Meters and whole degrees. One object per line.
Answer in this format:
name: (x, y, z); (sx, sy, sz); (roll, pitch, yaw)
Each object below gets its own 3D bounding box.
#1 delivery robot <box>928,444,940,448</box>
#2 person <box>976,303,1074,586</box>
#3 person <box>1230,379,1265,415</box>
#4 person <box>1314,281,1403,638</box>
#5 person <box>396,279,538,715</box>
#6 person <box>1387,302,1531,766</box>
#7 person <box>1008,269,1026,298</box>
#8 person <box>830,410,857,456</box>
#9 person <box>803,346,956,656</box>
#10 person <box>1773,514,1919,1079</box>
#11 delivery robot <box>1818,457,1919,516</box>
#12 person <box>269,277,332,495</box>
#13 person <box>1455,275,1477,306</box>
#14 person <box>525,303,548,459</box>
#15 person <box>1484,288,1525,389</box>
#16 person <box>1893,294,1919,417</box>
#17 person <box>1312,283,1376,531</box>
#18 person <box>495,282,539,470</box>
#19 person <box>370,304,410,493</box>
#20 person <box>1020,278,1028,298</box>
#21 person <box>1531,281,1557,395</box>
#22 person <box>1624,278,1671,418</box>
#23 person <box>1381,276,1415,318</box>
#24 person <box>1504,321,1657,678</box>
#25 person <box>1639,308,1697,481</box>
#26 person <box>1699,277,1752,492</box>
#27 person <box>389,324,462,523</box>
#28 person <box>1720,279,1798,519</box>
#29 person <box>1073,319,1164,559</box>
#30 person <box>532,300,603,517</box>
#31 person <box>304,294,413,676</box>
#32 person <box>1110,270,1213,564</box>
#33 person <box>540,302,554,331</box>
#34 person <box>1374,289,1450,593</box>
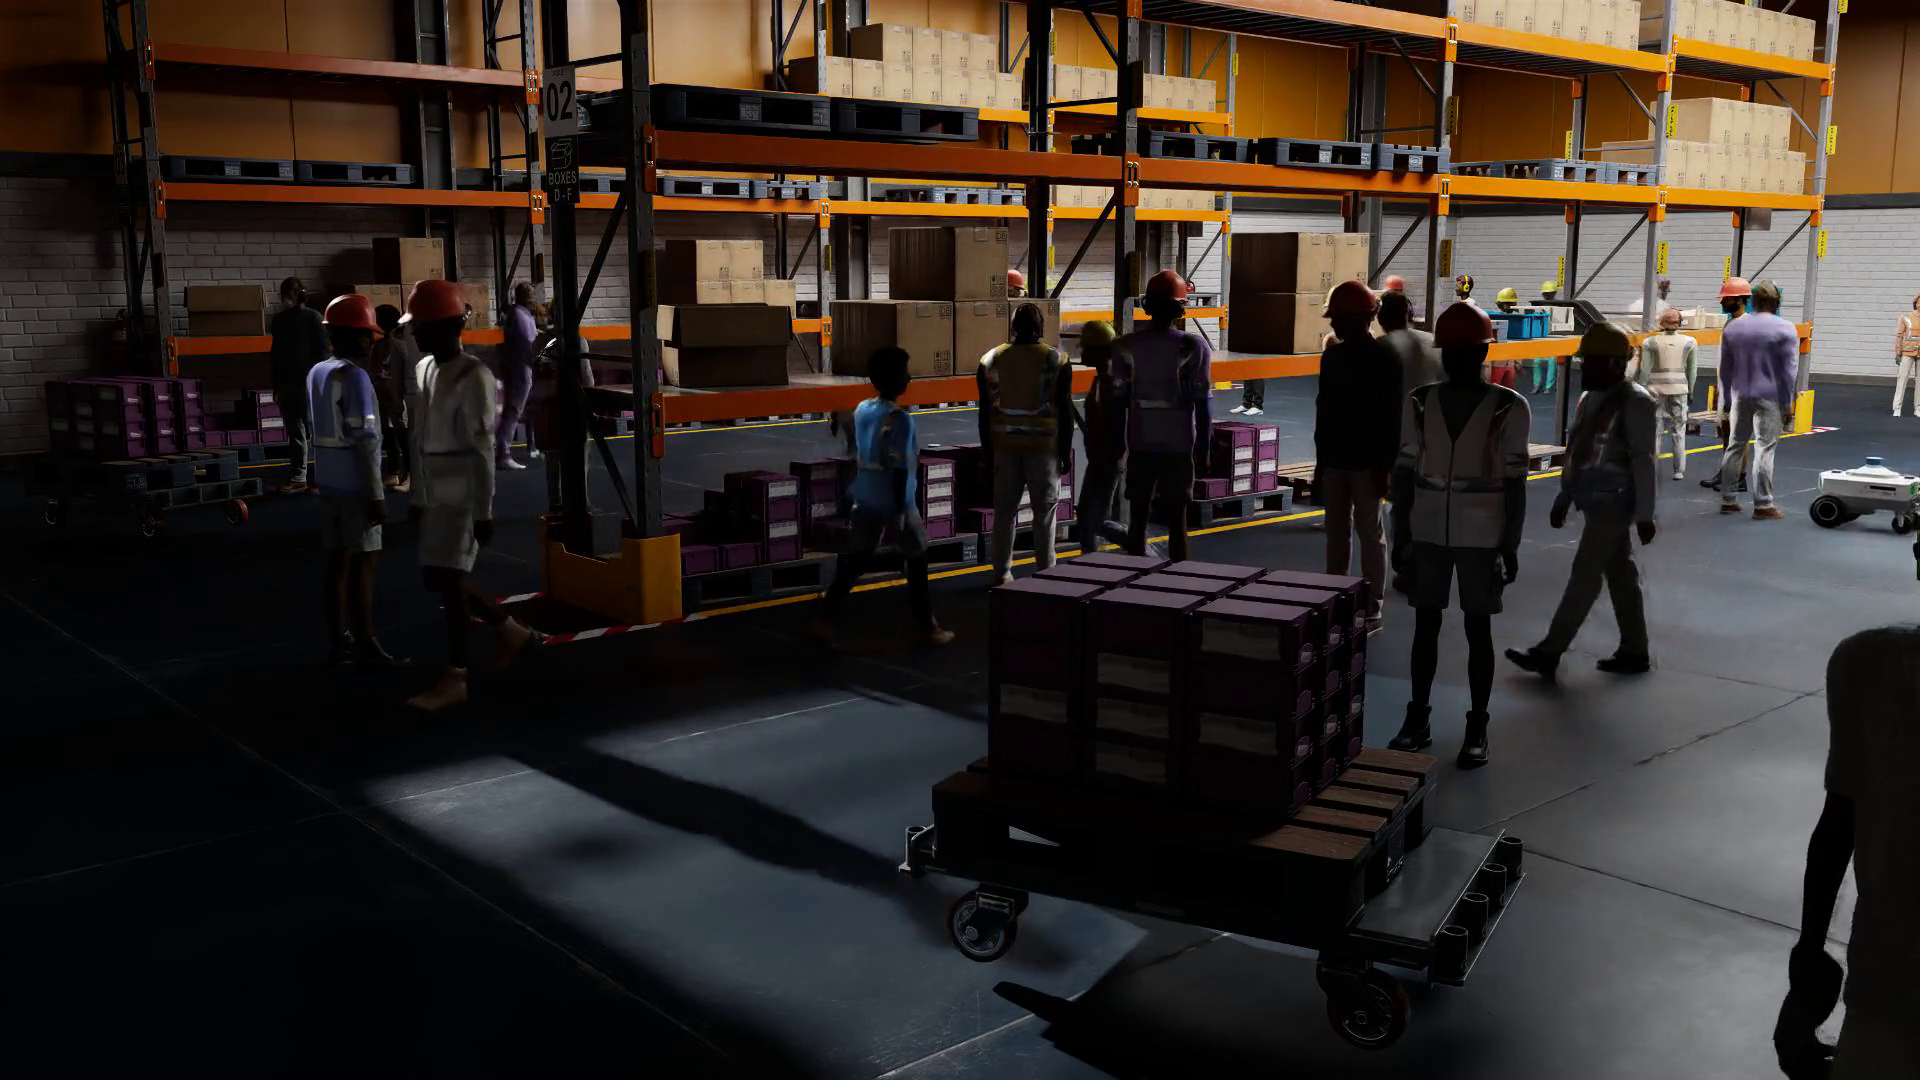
delivery robot: (-0.217, -0.554, 13.853); (0.707, 0.478, 0.477); (-8, 13, -39)
person: (0.421, -0.578, 10.548); (0.618, 1.835, 0.430); (3, 10, 18)
person: (3.934, -2.640, 22.354); (0.391, 1.920, 0.587); (-4, 10, -21)
person: (2.187, -0.443, 9.289); (0.400, 1.987, 0.612); (-6, 11, -30)
person: (-2.356, -0.218, 7.862); (0.665, 2.025, 0.615); (-9, 13, -43)
person: (2.074, -0.022, 6.967); (0.552, 1.937, 0.356); (6, 11, 31)
person: (0.486, -1.766, 17.029); (0.386, 1.989, 0.608); (-3, 10, -17)
person: (-0.730, -0.941, 13.317); (0.841, 1.592, 0.548); (-8, 13, -41)
person: (-0.436, -0.204, 8.850); (0.857, 1.661, 0.531); (-8, 12, -38)
person: (1.559, 0.763, 2.605); (0.477, 1.856, 0.544); (-8, 13, -41)
delivery robot: (7.108, -0.403, 12.969); (0.707, 0.478, 0.477); (9, 13, 42)
person: (-5.882, -1.365, 14.829); (0.635, 1.937, 0.359); (4, 10, 21)
person: (6.712, -2.597, 22.242); (0.319, 1.870, 0.532); (0, 10, -1)
person: (-4.417, -1.661, 17.450); (0.288, 1.634, 0.499); (-9, 13, -43)
person: (6.128, -1.951, 18.783); (0.565, 1.758, 0.333); (-6, 12, -33)
person: (12.621, -2.433, 21.951); (0.514, 1.641, 0.315); (3, 10, 16)
person: (2.970, -1.022, 12.890); (0.587, 1.919, 0.403); (-8, 13, -39)
person: (-4.234, -1.625, 16.600); (0.952, 1.853, 0.673); (-2, 10, -12)
person: (-5.134, -1.277, 15.019); (0.535, 1.699, 0.318); (8, 13, 40)
person: (0.918, -2.228, 20.069); (0.996, 1.877, 0.608); (-3, 10, -17)
person: (8.996, -3.083, 25.470); (0.520, 1.741, 0.541); (7, 12, 35)
person: (8.881, -2.469, 21.601); (1.032, 1.846, 0.733); (-5, 11, -27)
person: (5.070, -2.139, 19.522); (0.979, 1.886, 0.569); (-5, 11, -27)
person: (3.161, -0.194, 8.395); (0.879, 1.789, 0.616); (0, 10, -2)
person: (6.703, -1.376, 15.776); (0.513, 1.637, 0.313); (2, 10, 13)
person: (6.963, -1.398, 15.025); (0.374, 1.935, 0.552); (0, 10, 3)
person: (-4.225, -1.072, 13.272); (0.585, 1.882, 0.343); (-1, 10, -6)
person: (6.475, -1.139, 13.508); (0.357, 1.938, 0.632); (-6, 11, -31)
person: (0.919, -0.476, 10.166); (0.623, 1.745, 0.540); (1, 10, 5)
person: (-3.191, -1.091, 13.542); (0.600, 1.828, 0.403); (6, 11, 32)
person: (-3.085, -0.278, 8.485); (0.542, 1.931, 0.376); (9, 13, 43)
person: (1.202, -0.577, 9.910); (0.614, 2.042, 0.373); (4, 10, 21)
person: (-4.501, -1.787, 18.224); (0.496, 1.627, 0.277); (9, 13, 43)
person: (2.779, -0.631, 10.609); (0.650, 1.909, 0.652); (-1, 10, -8)
